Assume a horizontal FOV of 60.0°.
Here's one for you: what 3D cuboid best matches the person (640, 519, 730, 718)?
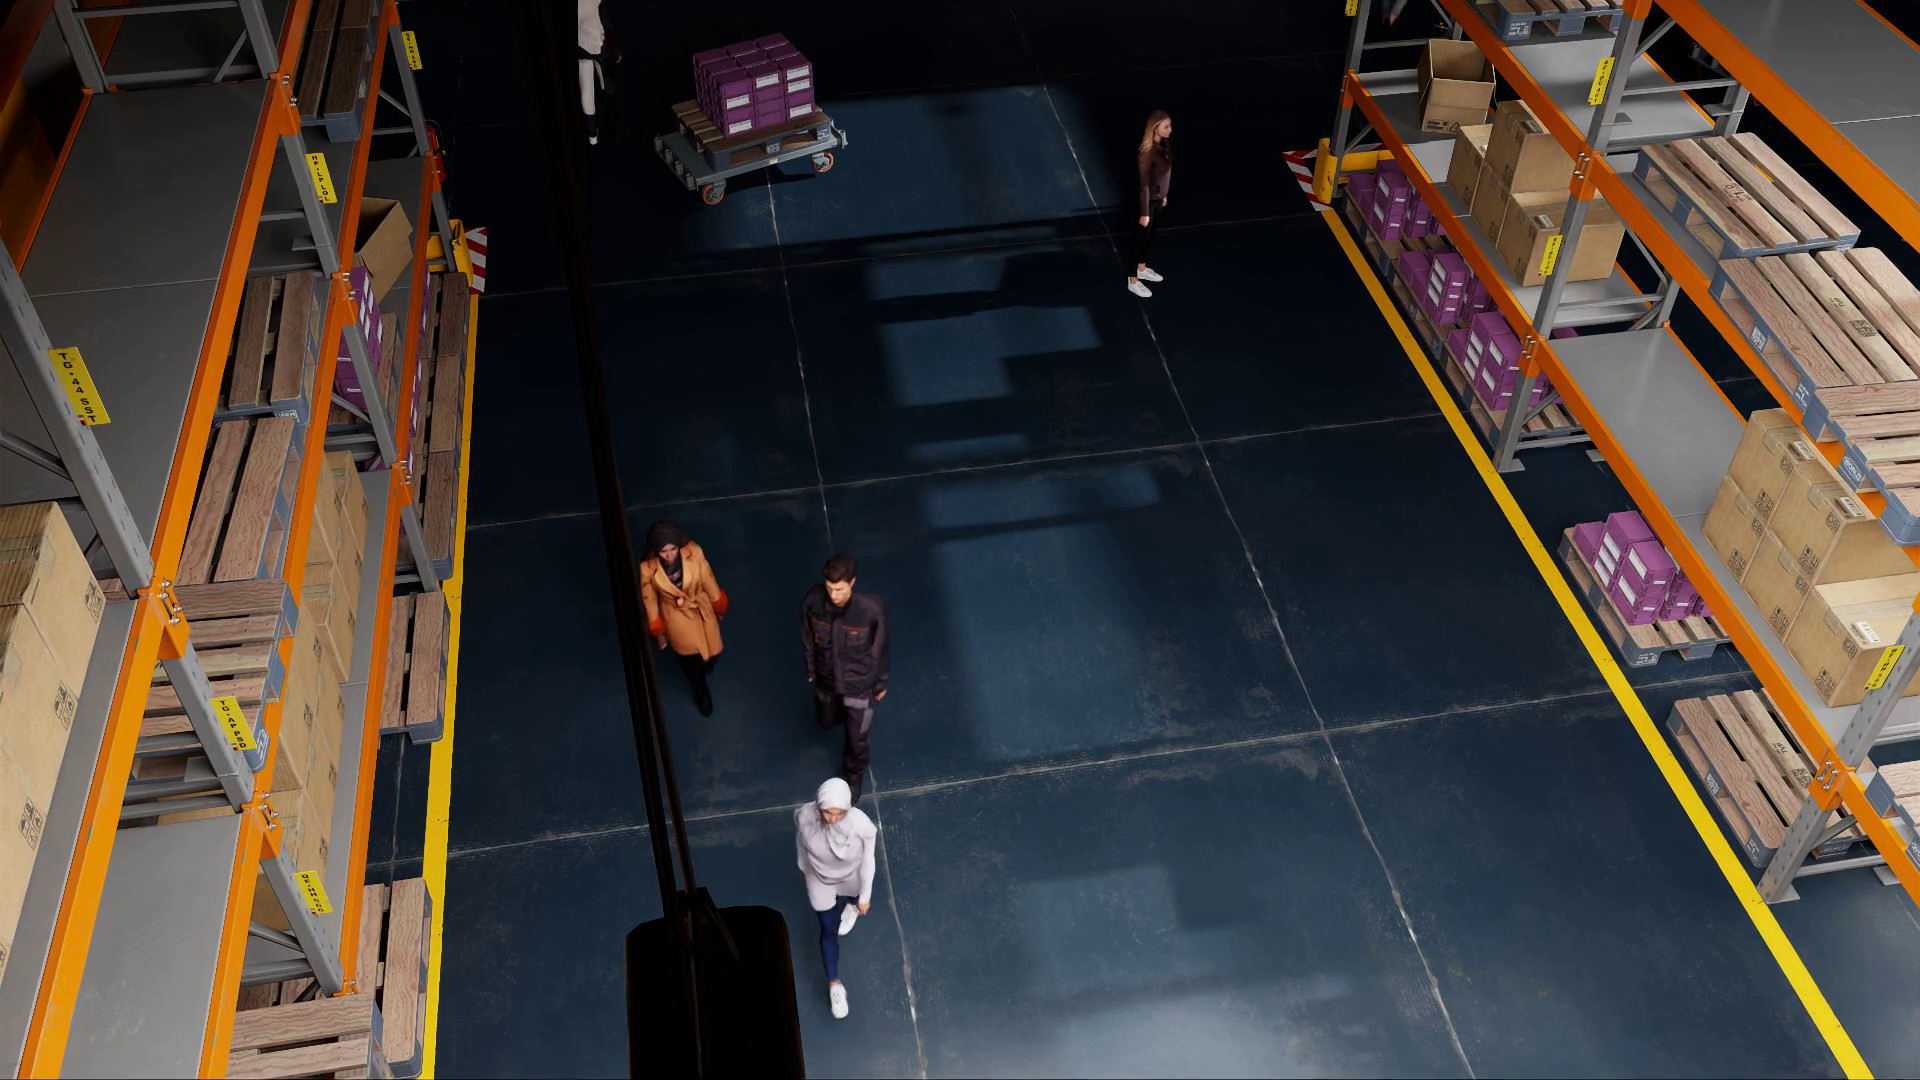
[{"bbox_3d":[-1.779,0.438,10.638,0.768,1.708,0.837,-14,45,-14],"label":"person"}]

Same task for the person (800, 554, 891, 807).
[{"bbox_3d":[-0.664,0.769,10.159,0.961,1.890,1.133,10,44,10],"label":"person"}]

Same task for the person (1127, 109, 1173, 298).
[{"bbox_3d":[1.606,-2.886,14.130,0.733,1.704,0.646,21,47,20],"label":"person"}]

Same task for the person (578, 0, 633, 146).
[{"bbox_3d":[-3.512,-4.675,15.867,0.751,1.898,0.688,4,44,4],"label":"person"}]

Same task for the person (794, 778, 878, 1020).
[{"bbox_3d":[-0.667,1.783,9.211,0.861,1.729,1.167,10,44,10],"label":"person"}]
